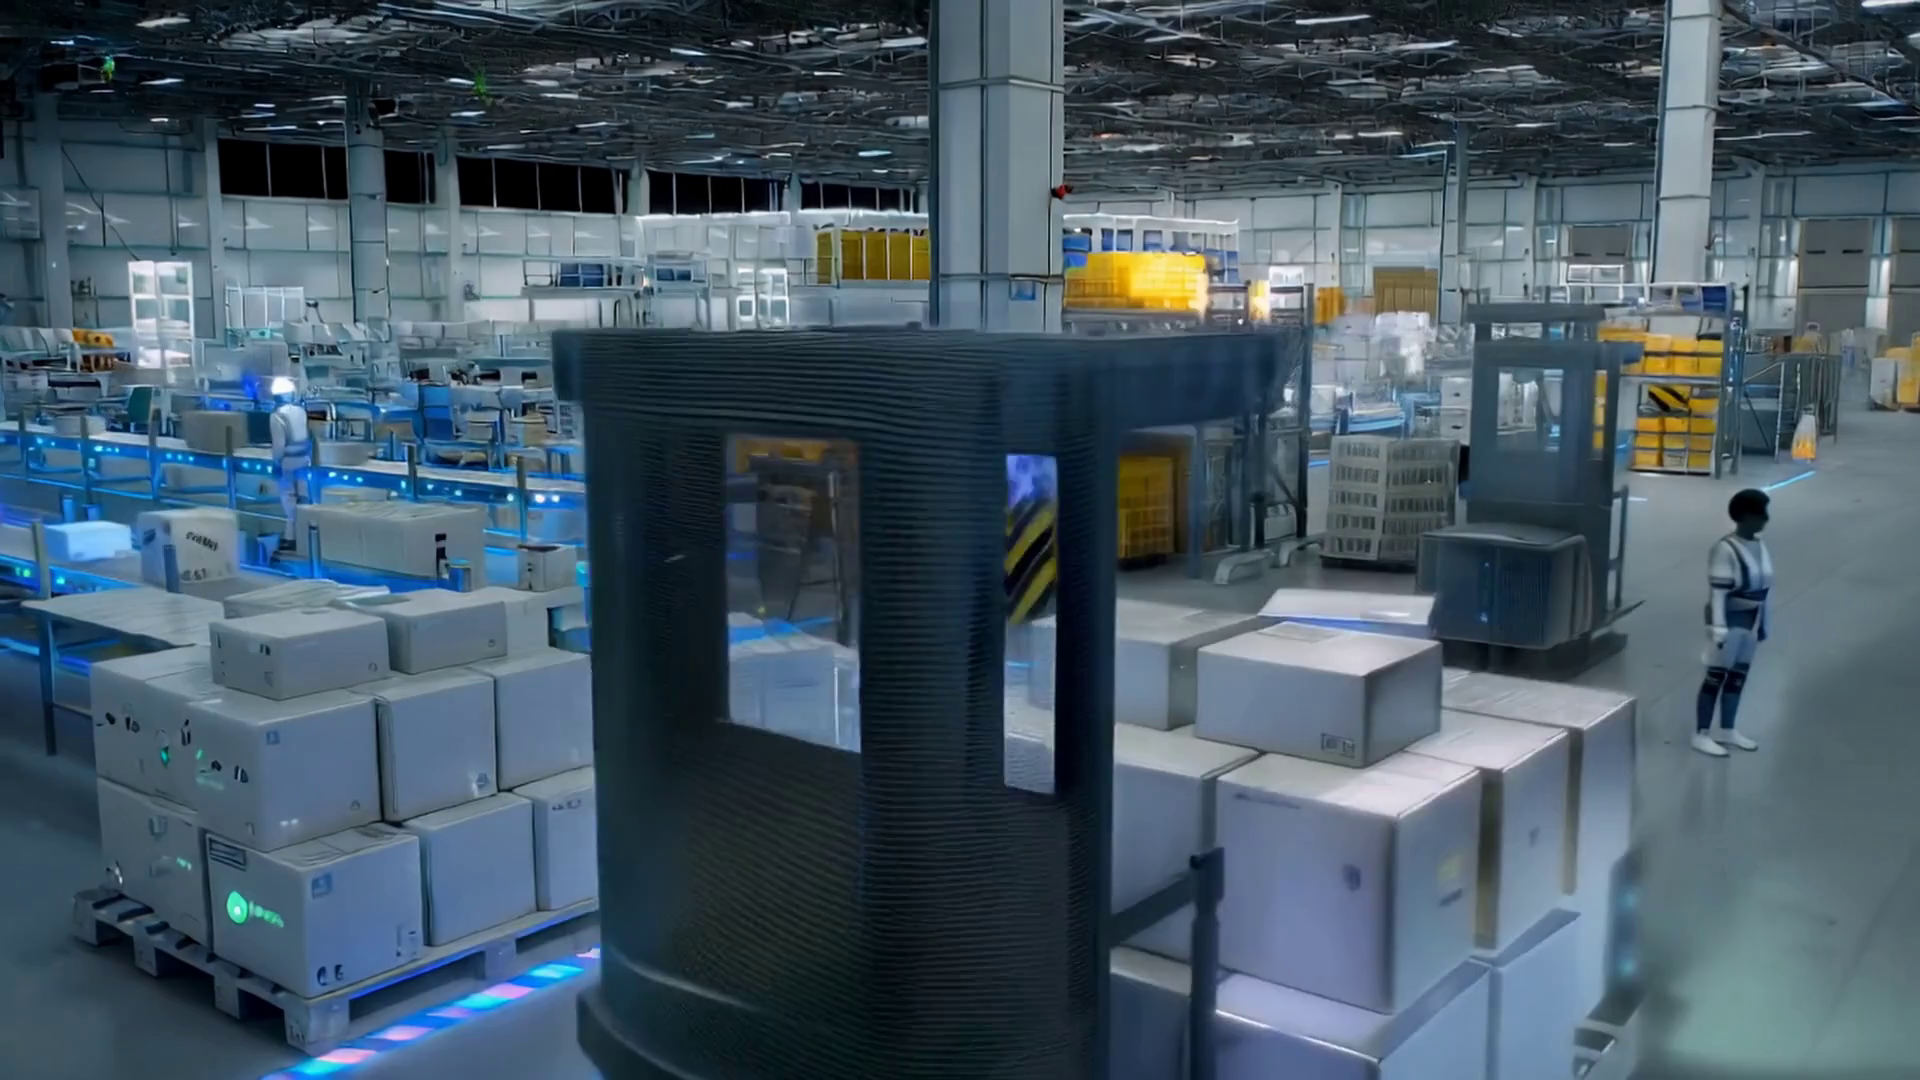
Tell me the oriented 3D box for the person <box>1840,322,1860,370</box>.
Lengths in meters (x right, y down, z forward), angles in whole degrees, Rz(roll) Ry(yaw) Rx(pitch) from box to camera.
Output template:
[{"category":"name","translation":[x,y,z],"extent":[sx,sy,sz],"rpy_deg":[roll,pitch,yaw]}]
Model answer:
[{"category":"person","translation":[33.484,-7.281,62.593],"extent":[0.649,1.800,0.910],"rpy_deg":[-4,9,-24]}]

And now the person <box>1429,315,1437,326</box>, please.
[{"category":"person","translation":[22.409,-9.751,78.997],"extent":[0.587,1.875,0.663],"rpy_deg":[2,9,14]}]

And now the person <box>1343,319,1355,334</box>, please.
[{"category":"person","translation":[13.934,-6.960,59.845],"extent":[1.029,1.988,0.599],"rpy_deg":[2,9,14]}]

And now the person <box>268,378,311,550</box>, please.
[{"category":"person","translation":[-7.595,-0.863,18.838],"extent":[0.394,1.949,0.602],"rpy_deg":[2,9,12]}]

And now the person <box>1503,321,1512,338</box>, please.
[{"category":"person","translation":[26.386,-9.818,80.199],"extent":[0.866,1.643,0.541],"rpy_deg":[5,10,30]}]

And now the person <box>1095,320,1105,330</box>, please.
[{"category":"person","translation":[4.655,-6.426,56.037],"extent":[0.693,2.000,0.745],"rpy_deg":[-6,10,-36]}]

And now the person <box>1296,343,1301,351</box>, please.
[{"category":"person","translation":[16.574,-9.812,79.717],"extent":[0.972,1.798,0.616],"rpy_deg":[0,8,0]}]

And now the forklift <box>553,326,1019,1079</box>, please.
[{"category":"forklift","translation":[-0.358,0.969,3.368],"extent":[1.129,2.768,1.873],"rpy_deg":[7,11,37]}]

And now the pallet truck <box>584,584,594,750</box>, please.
[{"category":"pallet truck","translation":[-1.426,0.805,10.019],"extent":[1.601,1.201,0.680],"rpy_deg":[-4,9,-26]}]

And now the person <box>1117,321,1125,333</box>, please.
[{"category":"person","translation":[5.620,-6.741,58.502],"extent":[0.377,1.938,0.547],"rpy_deg":[5,10,33]}]

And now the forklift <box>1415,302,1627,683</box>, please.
[{"category":"forklift","translation":[4.379,-0.438,12.852],"extent":[1.129,2.768,1.873],"rpy_deg":[7,11,37]}]

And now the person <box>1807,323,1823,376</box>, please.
[{"category":"person","translation":[29.788,-6.630,58.070],"extent":[0.859,1.838,0.554],"rpy_deg":[3,9,20]}]

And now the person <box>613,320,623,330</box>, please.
[{"category":"person","translation":[-12.995,-7.465,63.568],"extent":[0.579,1.882,0.342],"rpy_deg":[1,8,3]}]

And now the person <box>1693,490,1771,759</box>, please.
[{"category":"person","translation":[4.856,0.518,10.411],"extent":[0.533,1.690,0.322],"rpy_deg":[-6,10,-33]}]

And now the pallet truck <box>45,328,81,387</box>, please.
[{"category":"pallet truck","translation":[-23.775,-4.544,43.495],"extent":[1.885,1.965,0.823],"rpy_deg":[6,10,35]}]

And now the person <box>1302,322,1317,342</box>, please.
[{"category":"person","translation":[12.335,-6.773,58.796],"extent":[0.653,1.915,0.439],"rpy_deg":[8,12,43]}]

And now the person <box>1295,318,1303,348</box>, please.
[{"category":"person","translation":[16.595,-9.935,80.657],"extent":[0.737,1.736,0.554],"rpy_deg":[0,8,1]}]

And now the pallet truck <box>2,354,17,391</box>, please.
[{"category":"pallet truck","translation":[-24.881,-4.417,42.634],"extent":[1.885,1.965,0.823],"rpy_deg":[8,11,41]}]

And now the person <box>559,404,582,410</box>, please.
[{"category":"person","translation":[-9.676,-4.126,41.239],"extent":[0.835,1.839,0.524],"rpy_deg":[8,12,43]}]

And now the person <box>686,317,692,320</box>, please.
[{"category":"person","translation":[-11.222,-8.253,68.765],"extent":[0.408,1.918,0.623],"rpy_deg":[0,8,-2]}]
